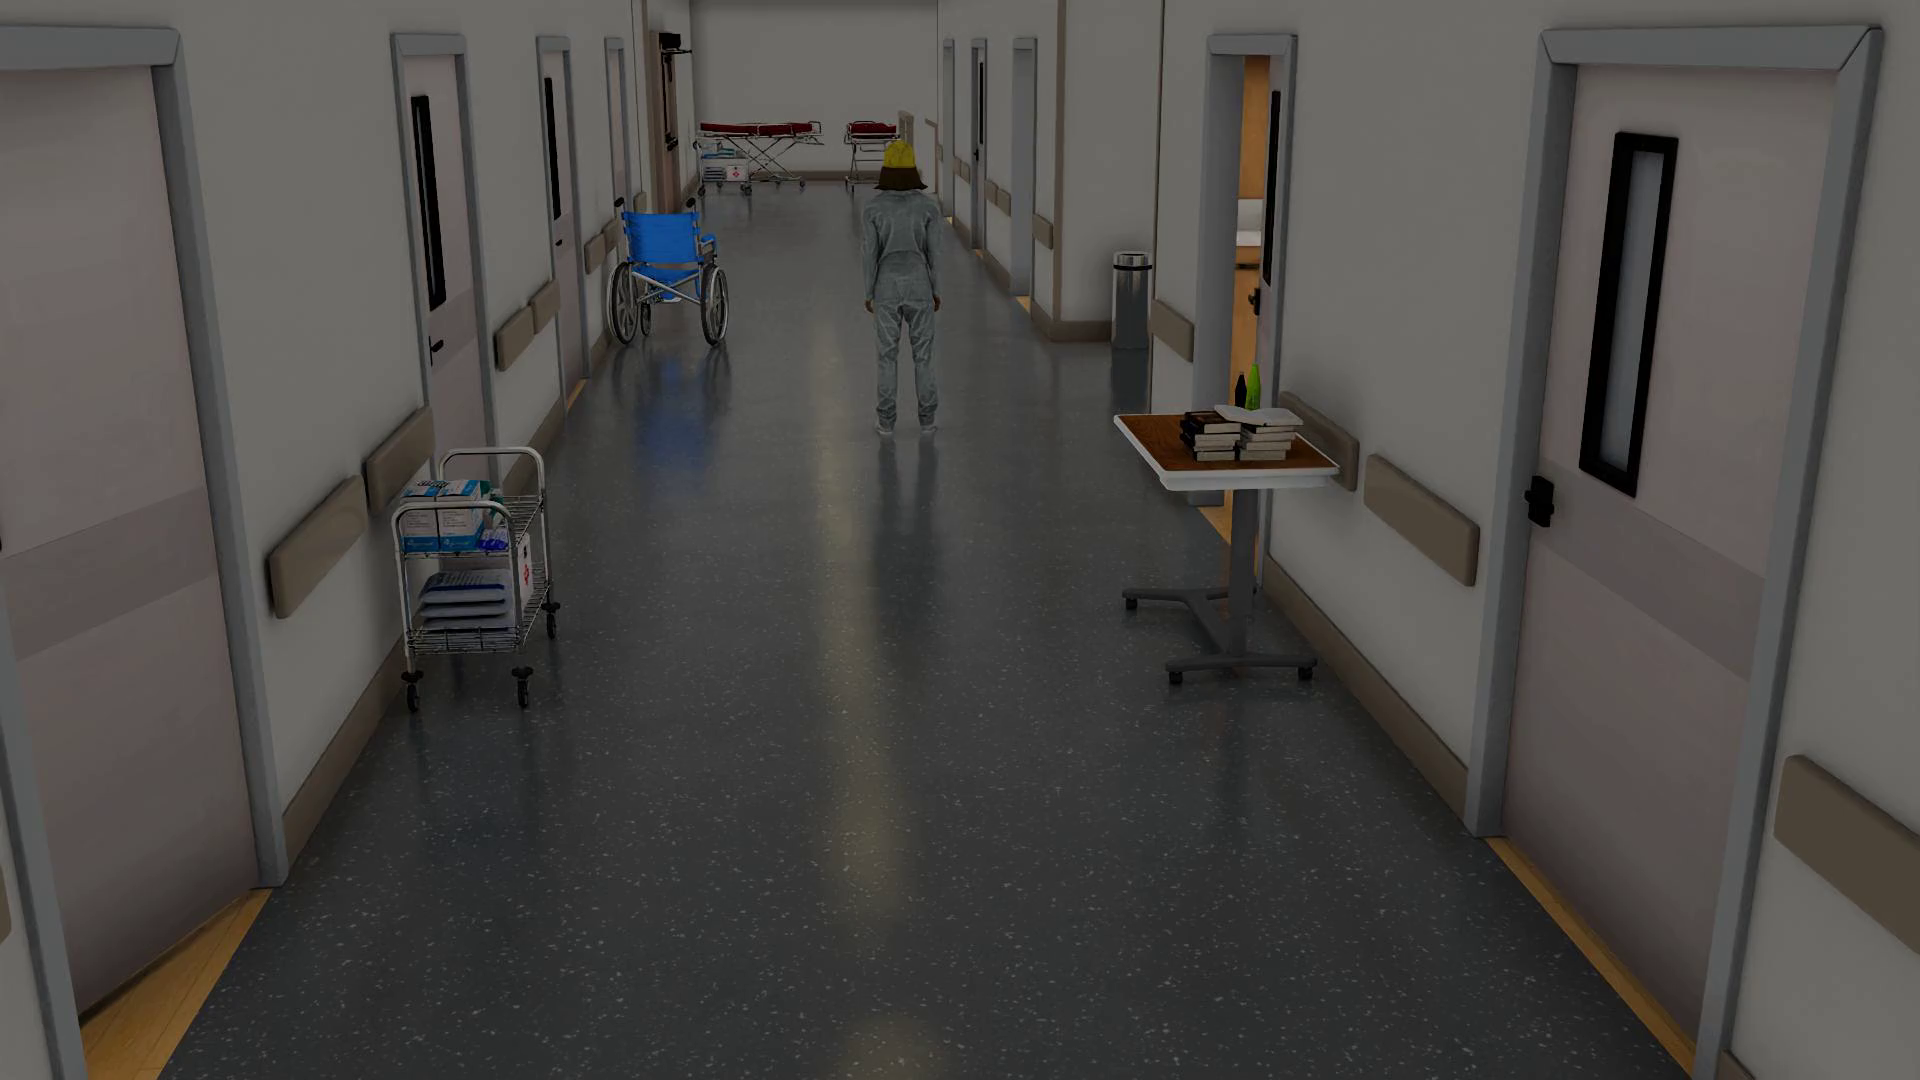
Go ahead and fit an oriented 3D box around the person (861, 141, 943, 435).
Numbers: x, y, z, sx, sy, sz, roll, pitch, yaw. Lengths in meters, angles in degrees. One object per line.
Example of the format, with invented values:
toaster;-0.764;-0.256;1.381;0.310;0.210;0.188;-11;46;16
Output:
person;-0.344;-1.495;9.953;0.485;1.745;0.292;-2;17;-5
